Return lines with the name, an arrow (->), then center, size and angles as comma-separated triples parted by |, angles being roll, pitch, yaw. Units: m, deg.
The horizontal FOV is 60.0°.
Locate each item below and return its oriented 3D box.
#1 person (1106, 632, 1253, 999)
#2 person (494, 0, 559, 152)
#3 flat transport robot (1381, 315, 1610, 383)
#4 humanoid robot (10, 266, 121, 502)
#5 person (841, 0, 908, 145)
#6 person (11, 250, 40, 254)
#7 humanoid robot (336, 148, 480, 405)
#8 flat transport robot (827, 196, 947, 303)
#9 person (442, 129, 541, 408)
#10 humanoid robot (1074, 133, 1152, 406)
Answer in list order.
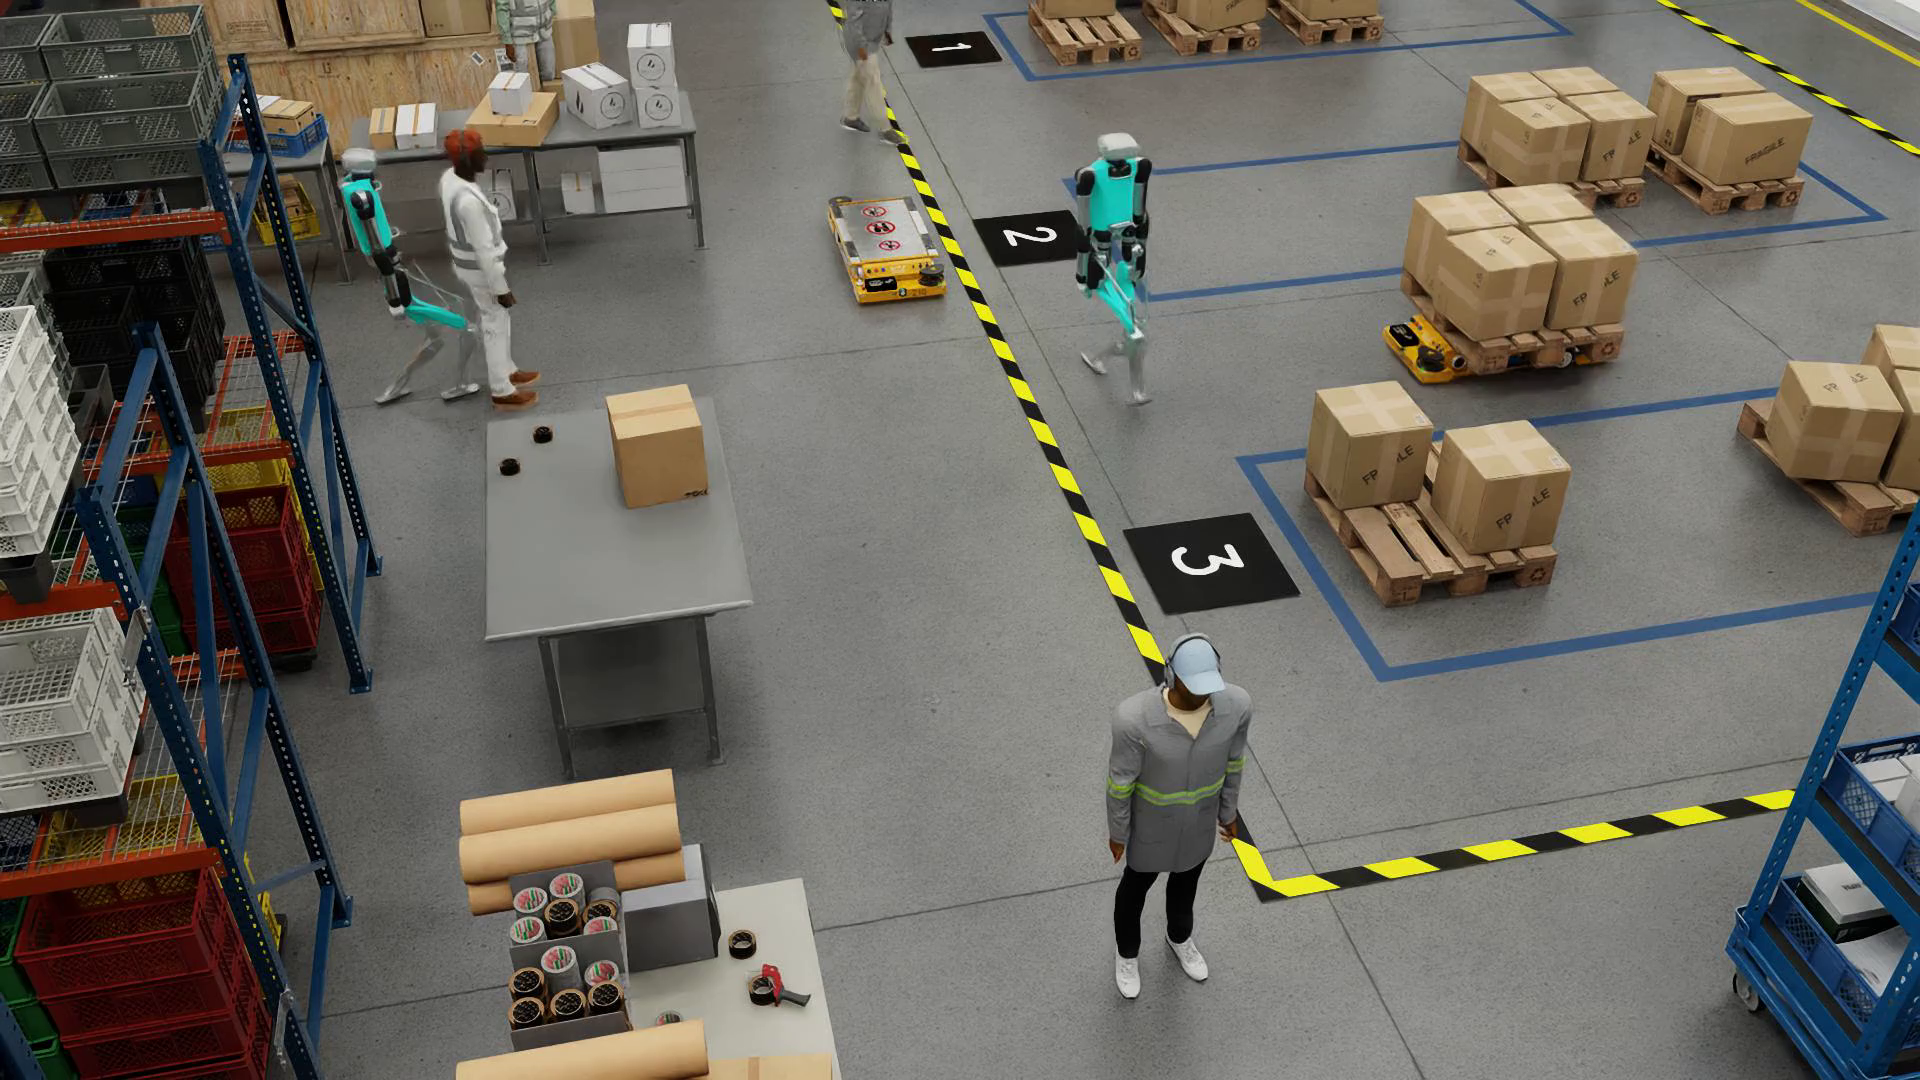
person -> 0.868, 1.117, 6.726 | 0.589, 1.852, 0.365 | -10, 38, -13
person -> -3.563, -4.216, 13.824 | 0.412, 1.939, 0.602 | 24, 43, 29
flat transport robot -> 3.702, -1.398, 11.409 | 1.431, 0.197, 0.652 | -8, 37, -10
humanoid robot -> -5.147, -0.854, 9.519 | 0.311, 1.652, 0.601 | -25, 44, -30
person -> -0.702, -4.200, 13.969 | 0.812, 1.723, 0.585 | 16, 40, 20
person -> -5.616, -1.197, 9.903 | 0.605, 1.785, 0.607 | 5, 37, 7
humanoid robot -> -3.433, -1.660, 10.574 | 0.889, 1.783, 0.581 | -14, 39, -18
flat transport robot -> -0.570, -2.220, 12.538 | 0.659, 0.231, 1.431 | -8, 37, -10
person -> -2.963, -1.706, 10.507 | 0.435, 1.876, 0.596 | -16, 39, -20
humanoid robot -> 1.093, -1.628, 10.564 | 0.530, 1.778, 1.043 | -18, 40, -22
